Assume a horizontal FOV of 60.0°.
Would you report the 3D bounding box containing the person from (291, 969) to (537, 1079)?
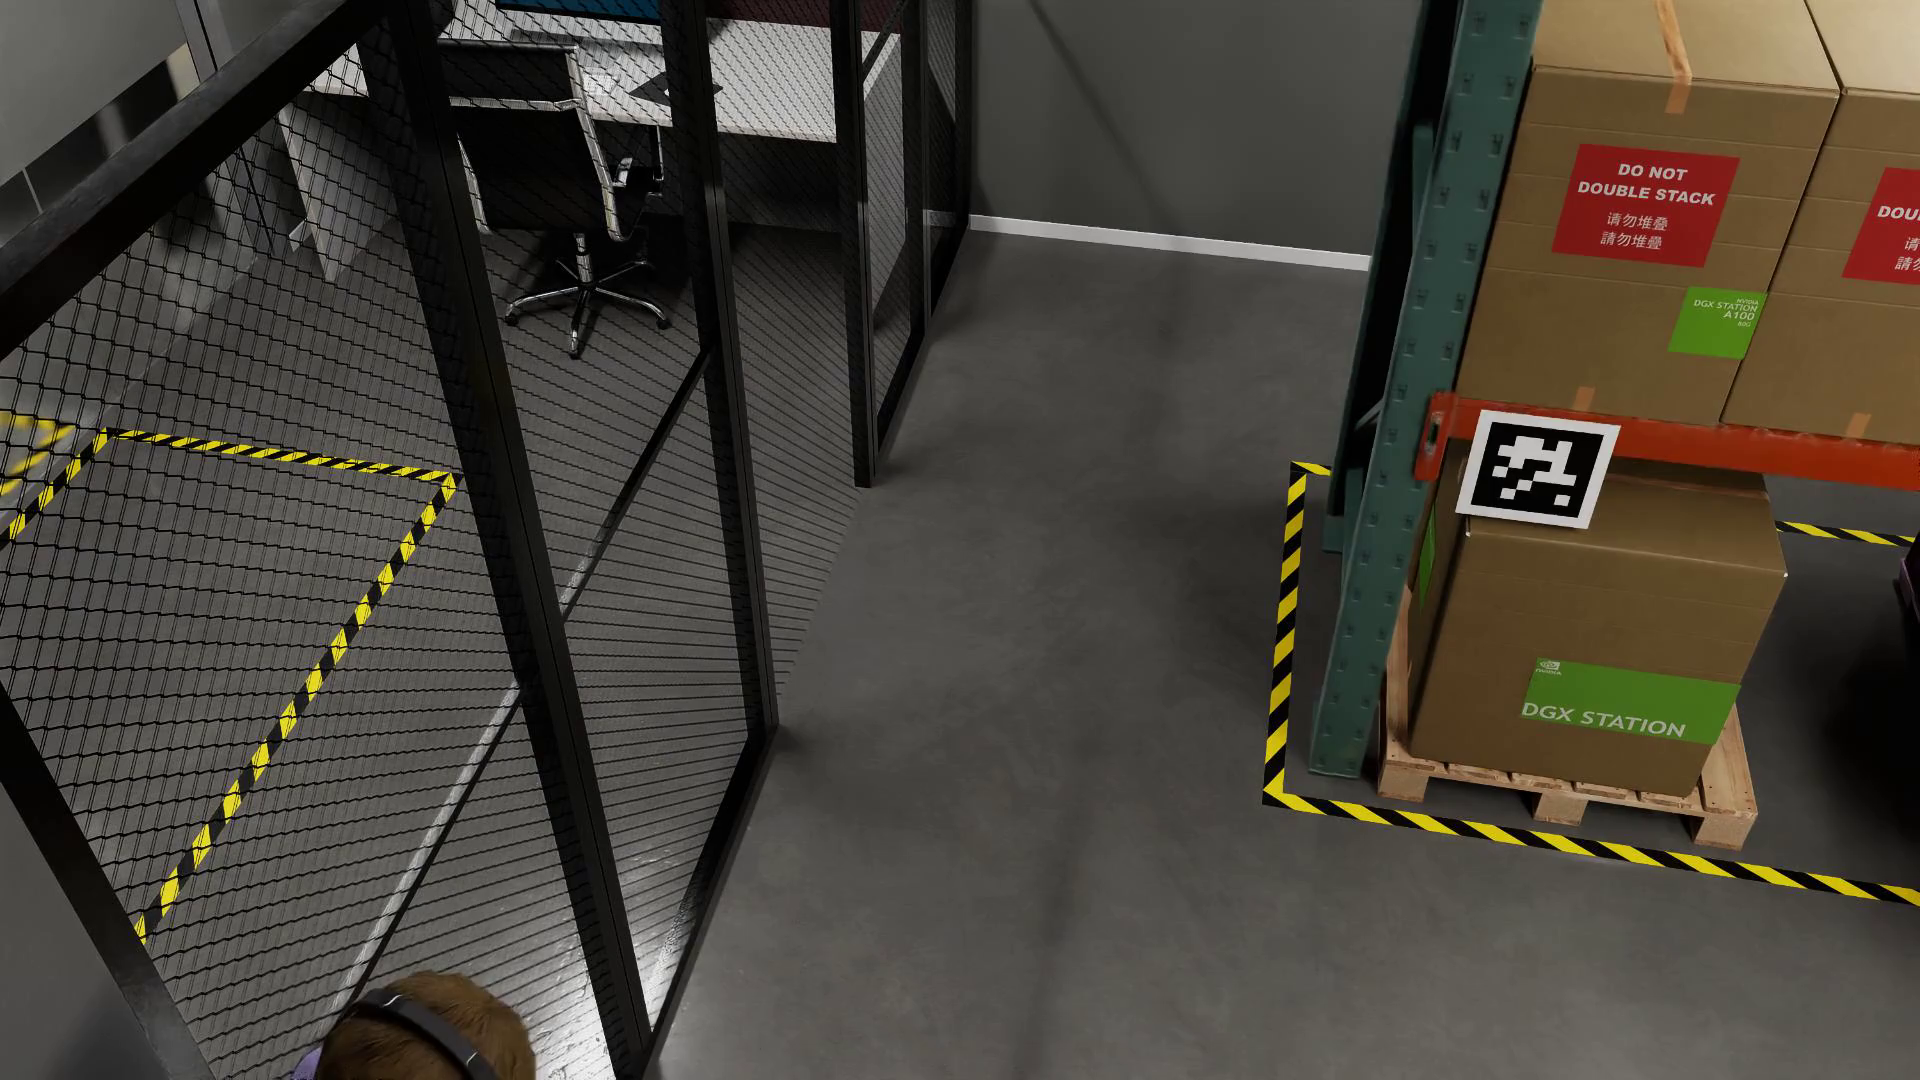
[{"bbox_3d":[-0.512,1.159,2.164,0.629,1.940,0.379,21,45,22],"label":"person"}]
